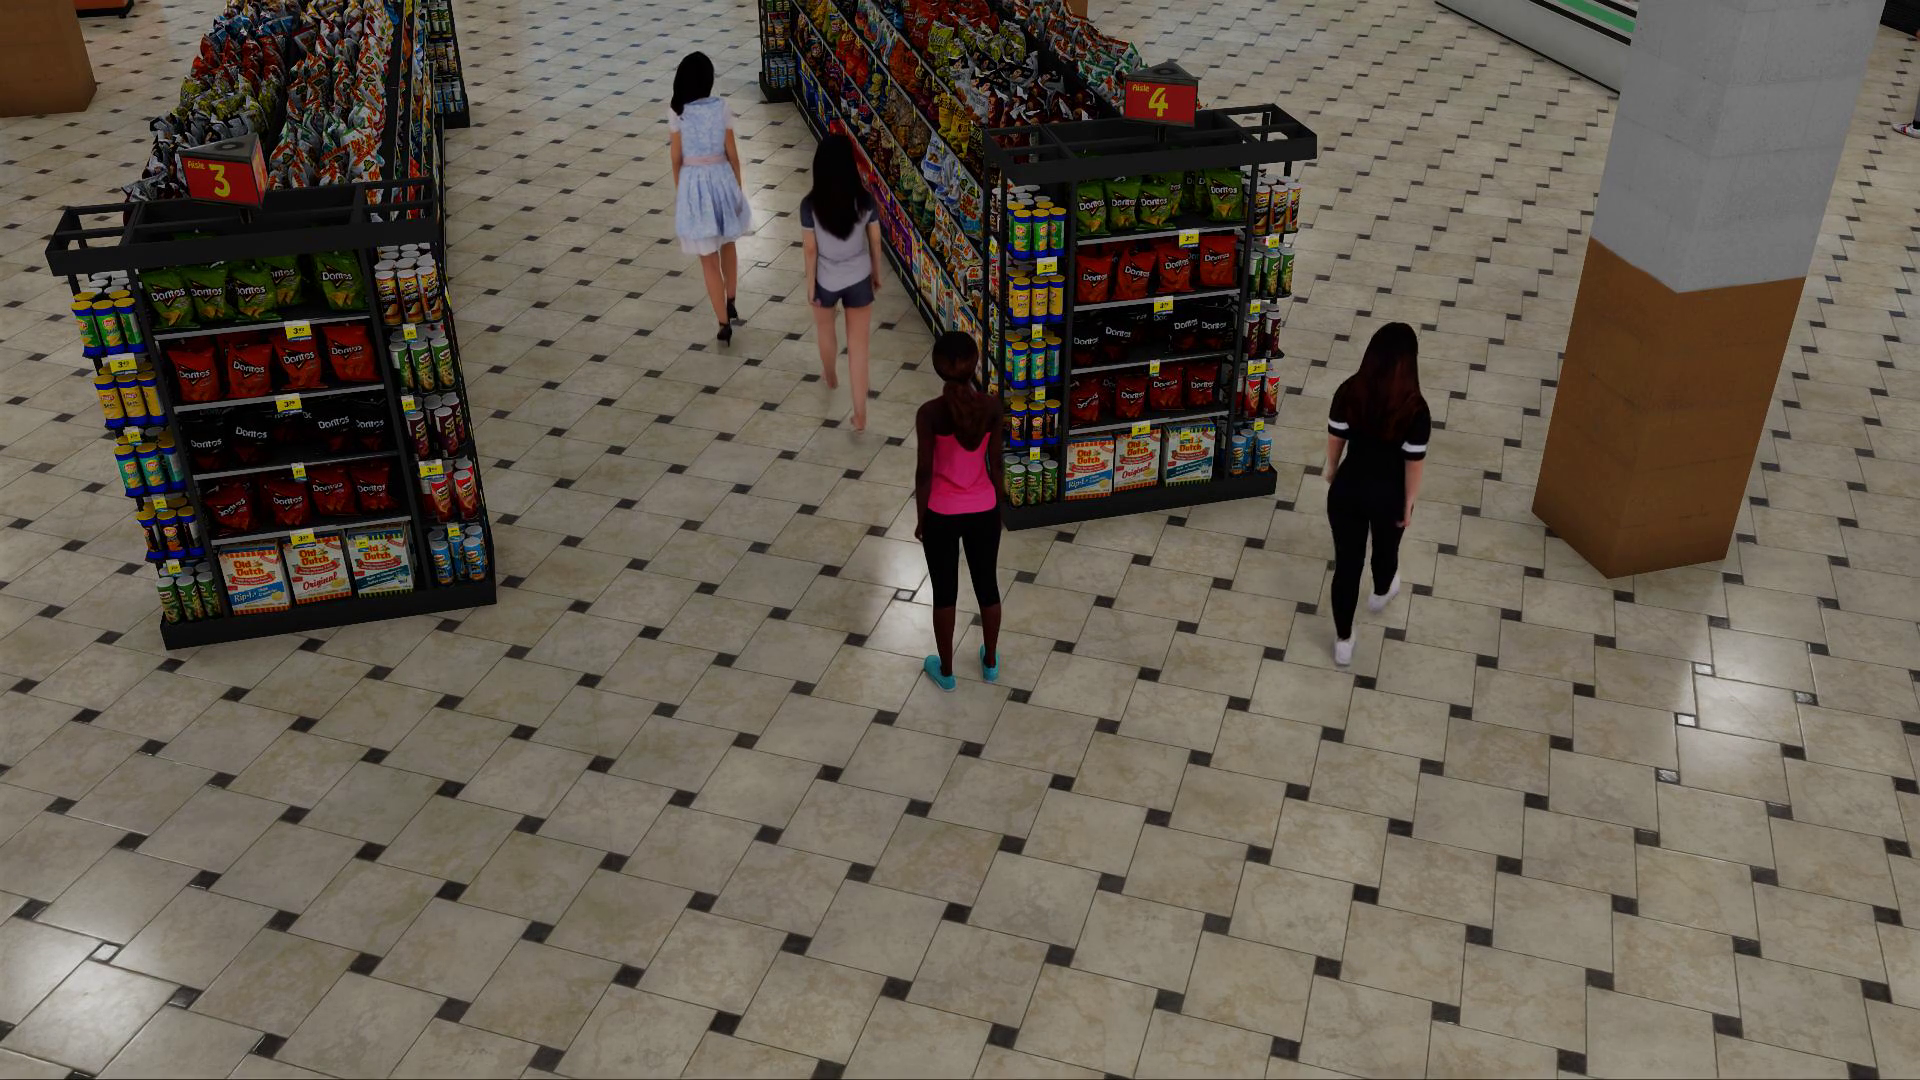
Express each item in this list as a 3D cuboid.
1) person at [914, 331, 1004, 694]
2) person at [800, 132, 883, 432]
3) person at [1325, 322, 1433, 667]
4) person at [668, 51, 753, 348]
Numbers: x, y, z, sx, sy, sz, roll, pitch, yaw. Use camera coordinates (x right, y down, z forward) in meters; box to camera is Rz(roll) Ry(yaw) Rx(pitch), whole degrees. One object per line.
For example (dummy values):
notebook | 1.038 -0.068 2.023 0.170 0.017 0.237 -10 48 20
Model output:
person | 0.005 -0.105 7.220 0.551 1.726 0.538 -7 33 -11
person | -0.654 -1.410 9.380 0.663 1.659 1.135 -6 32 -10
person | 1.802 -0.163 7.421 0.964 1.612 1.046 14 35 21
person | -1.549 -2.068 10.322 0.678 1.781 0.819 -10 33 -15
